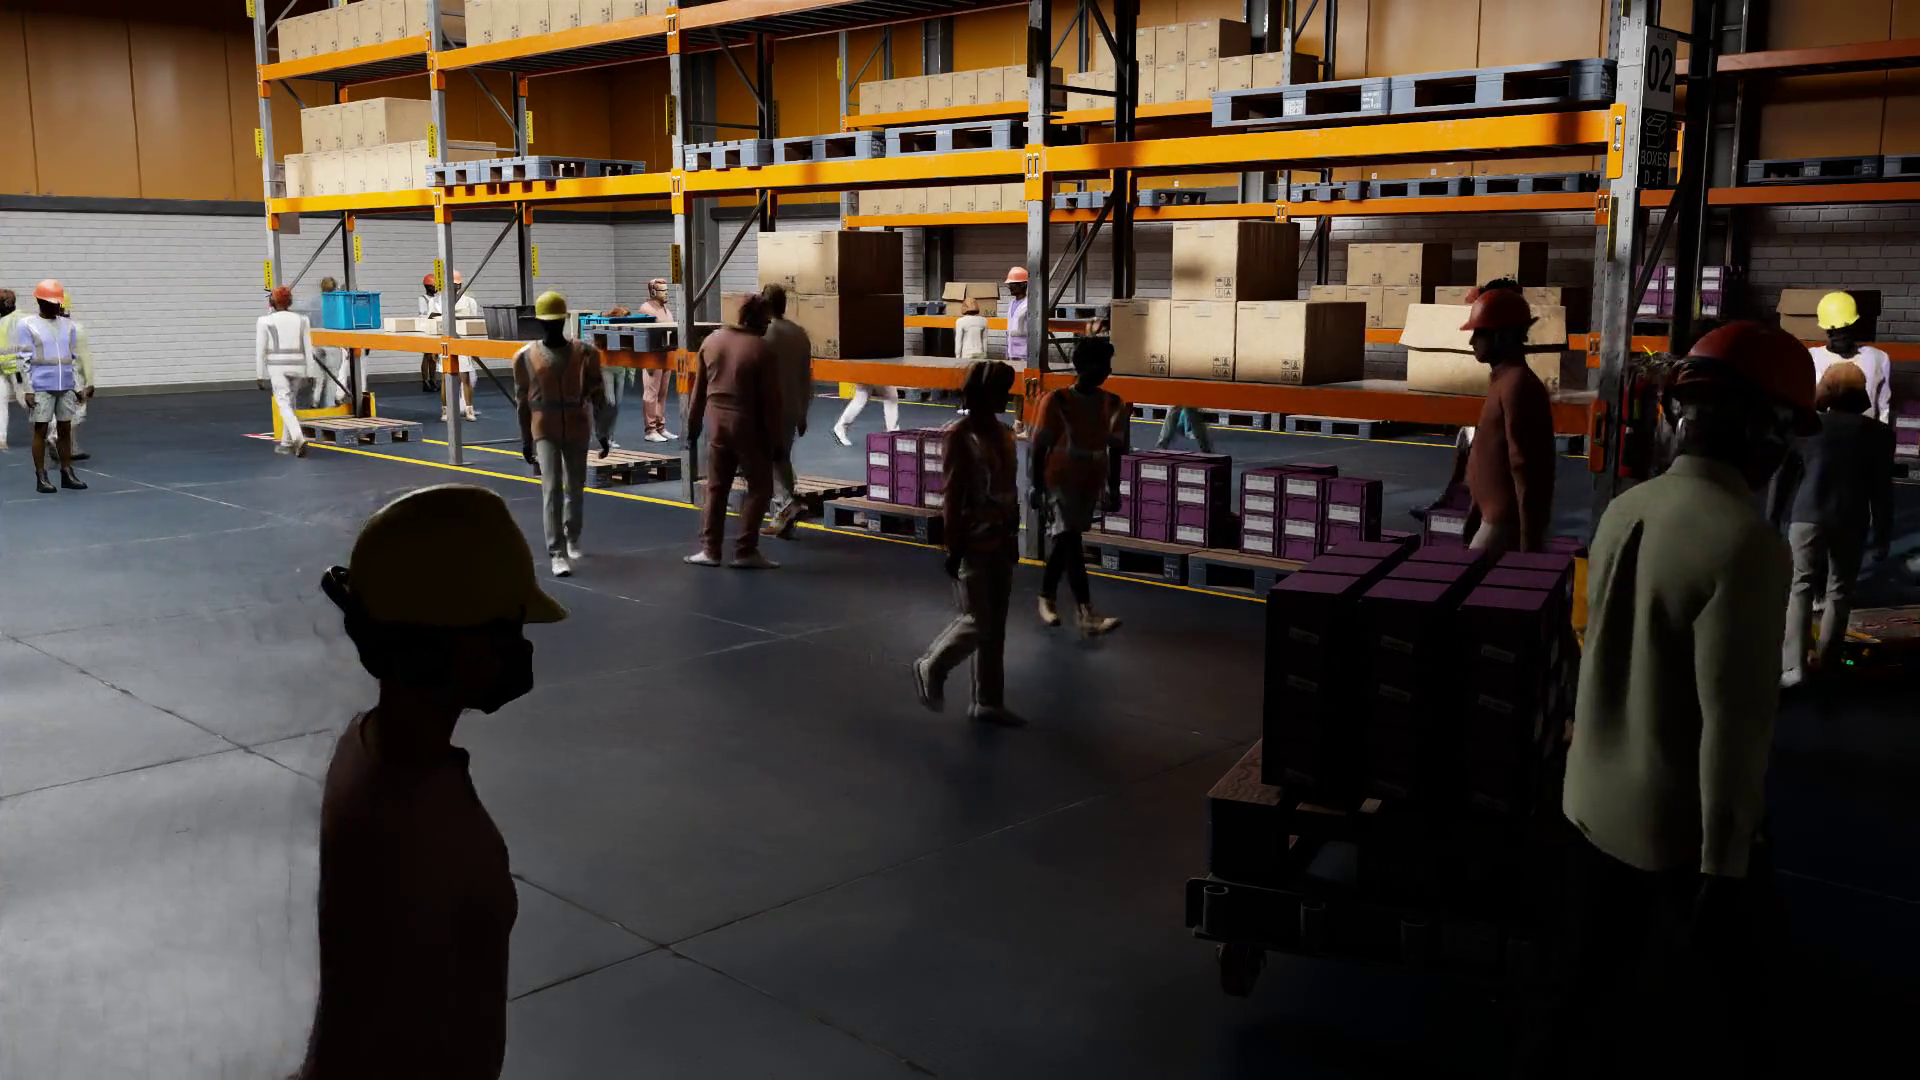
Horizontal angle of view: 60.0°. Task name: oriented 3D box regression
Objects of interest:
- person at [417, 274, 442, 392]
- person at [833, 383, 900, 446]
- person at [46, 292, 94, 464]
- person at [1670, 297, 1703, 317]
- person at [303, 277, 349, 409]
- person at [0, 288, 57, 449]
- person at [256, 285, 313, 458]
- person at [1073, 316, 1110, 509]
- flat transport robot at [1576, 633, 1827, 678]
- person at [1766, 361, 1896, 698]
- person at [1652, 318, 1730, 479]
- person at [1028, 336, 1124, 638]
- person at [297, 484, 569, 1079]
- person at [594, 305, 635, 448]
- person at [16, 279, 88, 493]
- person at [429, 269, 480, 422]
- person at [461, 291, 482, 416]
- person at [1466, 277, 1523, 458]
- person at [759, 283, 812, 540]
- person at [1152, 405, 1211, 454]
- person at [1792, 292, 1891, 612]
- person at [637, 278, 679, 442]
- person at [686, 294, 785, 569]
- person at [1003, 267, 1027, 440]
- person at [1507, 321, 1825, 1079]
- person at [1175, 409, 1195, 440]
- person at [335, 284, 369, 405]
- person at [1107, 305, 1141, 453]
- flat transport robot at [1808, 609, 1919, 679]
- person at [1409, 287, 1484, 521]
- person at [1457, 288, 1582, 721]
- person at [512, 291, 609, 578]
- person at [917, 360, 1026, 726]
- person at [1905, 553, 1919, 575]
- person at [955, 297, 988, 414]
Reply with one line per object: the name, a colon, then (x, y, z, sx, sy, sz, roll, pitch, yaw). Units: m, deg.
person: (-8.691, -3.405, 27.404, 0.379, 1.938, 0.547, 2, 10, 13)
person: (-1.024, -1.976, 18.874, 0.936, 1.872, 0.658, 6, 11, 34)
person: (-9.228, -1.658, 17.080, 0.602, 1.809, 0.711, 1, 9, 5)
person: (5.651, -1.001, 12.904, 0.452, 1.853, 0.558, 8, 12, 41)
person: (-8.582, -2.614, 22.621, 0.644, 1.917, 0.439, 1, 9, 9)
person: (-10.650, -1.936, 18.793, 0.629, 1.813, 0.831, 4, 10, 26)
person: (-7.245, -1.812, 17.918, 0.893, 1.856, 0.584, 9, 13, 44)
person: (1.170, -1.068, 14.007, 0.542, 1.624, 0.370, -7, 11, -35)
flat transport robot: (3.508, 0.565, 8.159, 1.431, 0.197, 0.652, -4, 10, -24)
person: (4.116, -0.048, 7.898, 0.541, 1.598, 0.802, 5, 10, 27)
person: (2.964, 0.001, 6.880, 0.743, 1.838, 0.542, 7, 12, 37)
person: (0.658, -0.300, 9.200, 0.543, 1.649, 0.816, -6, 11, -33)
person: (-0.714, 0.797, 2.165, 0.444, 1.754, 0.563, -3, 10, -19)
person: (-3.908, -1.831, 18.722, 0.360, 1.607, 0.569, 9, 13, 43)
person: (-8.235, -1.396, 15.115, 0.376, 1.930, 0.542, 6, 11, 31)
person: (-6.652, -2.549, 21.909, 0.622, 2.030, 0.444, -2, 9, -12)
person: (-6.758, -2.539, 22.740, 0.439, 1.728, 0.552, 1, 9, 8)
person: (3.551, -0.735, 10.945, 0.608, 1.966, 0.370, -9, 13, -42)
person: (-1.342, -0.930, 12.268, 0.513, 1.920, 0.648, 9, 13, 43)
person: (2.253, -1.633, 17.312, 0.880, 1.685, 0.494, -1, 9, -5)
person: (5.143, -0.517, 9.827, 0.639, 1.891, 0.635, 0, 9, 3)
person: (-3.534, -2.113, 19.573, 0.402, 1.911, 0.638, 2, 10, 14)
person: (-1.512, -0.723, 11.232, 0.807, 1.859, 0.407, 5, 11, 30)
person: (0.697, -2.201, 19.703, 0.388, 2.041, 0.615, -5, 11, -29)
person: (1.473, 0.541, 3.276, 0.996, 1.912, 0.643, -1, 9, -9)
person: (2.715, -2.077, 19.676, 0.628, 1.803, 0.641, 7, 12, 38)
person: (-9.092, -2.898, 24.736, 0.636, 1.795, 0.933, -1, 9, -5)
person: (1.602, -1.781, 18.269, 0.719, 1.674, 0.538, 3, 10, 19)
flat transport robot: (4.918, 0.506, 8.523, 1.431, 0.197, 0.652, -3, 10, -16)
person: (3.958, -1.001, 12.836, 0.980, 1.884, 0.561, 9, 13, 44)
person: (2.343, -0.120, 7.263, 1.051, 1.932, 0.646, 3, 10, 17)
person: (-2.707, -0.739, 11.242, 0.587, 1.888, 0.962, -4, 10, -21)
person: (0.075, 0.020, 7.334, 0.416, 1.624, 0.538, 6, 11, 33)
person: (6.090, -0.550, 9.965, 0.543, 1.914, 0.565, 3, 10, 17)
person: (0.167, -2.580, 23.309, 0.504, 1.626, 0.284, -5, 10, -26)
